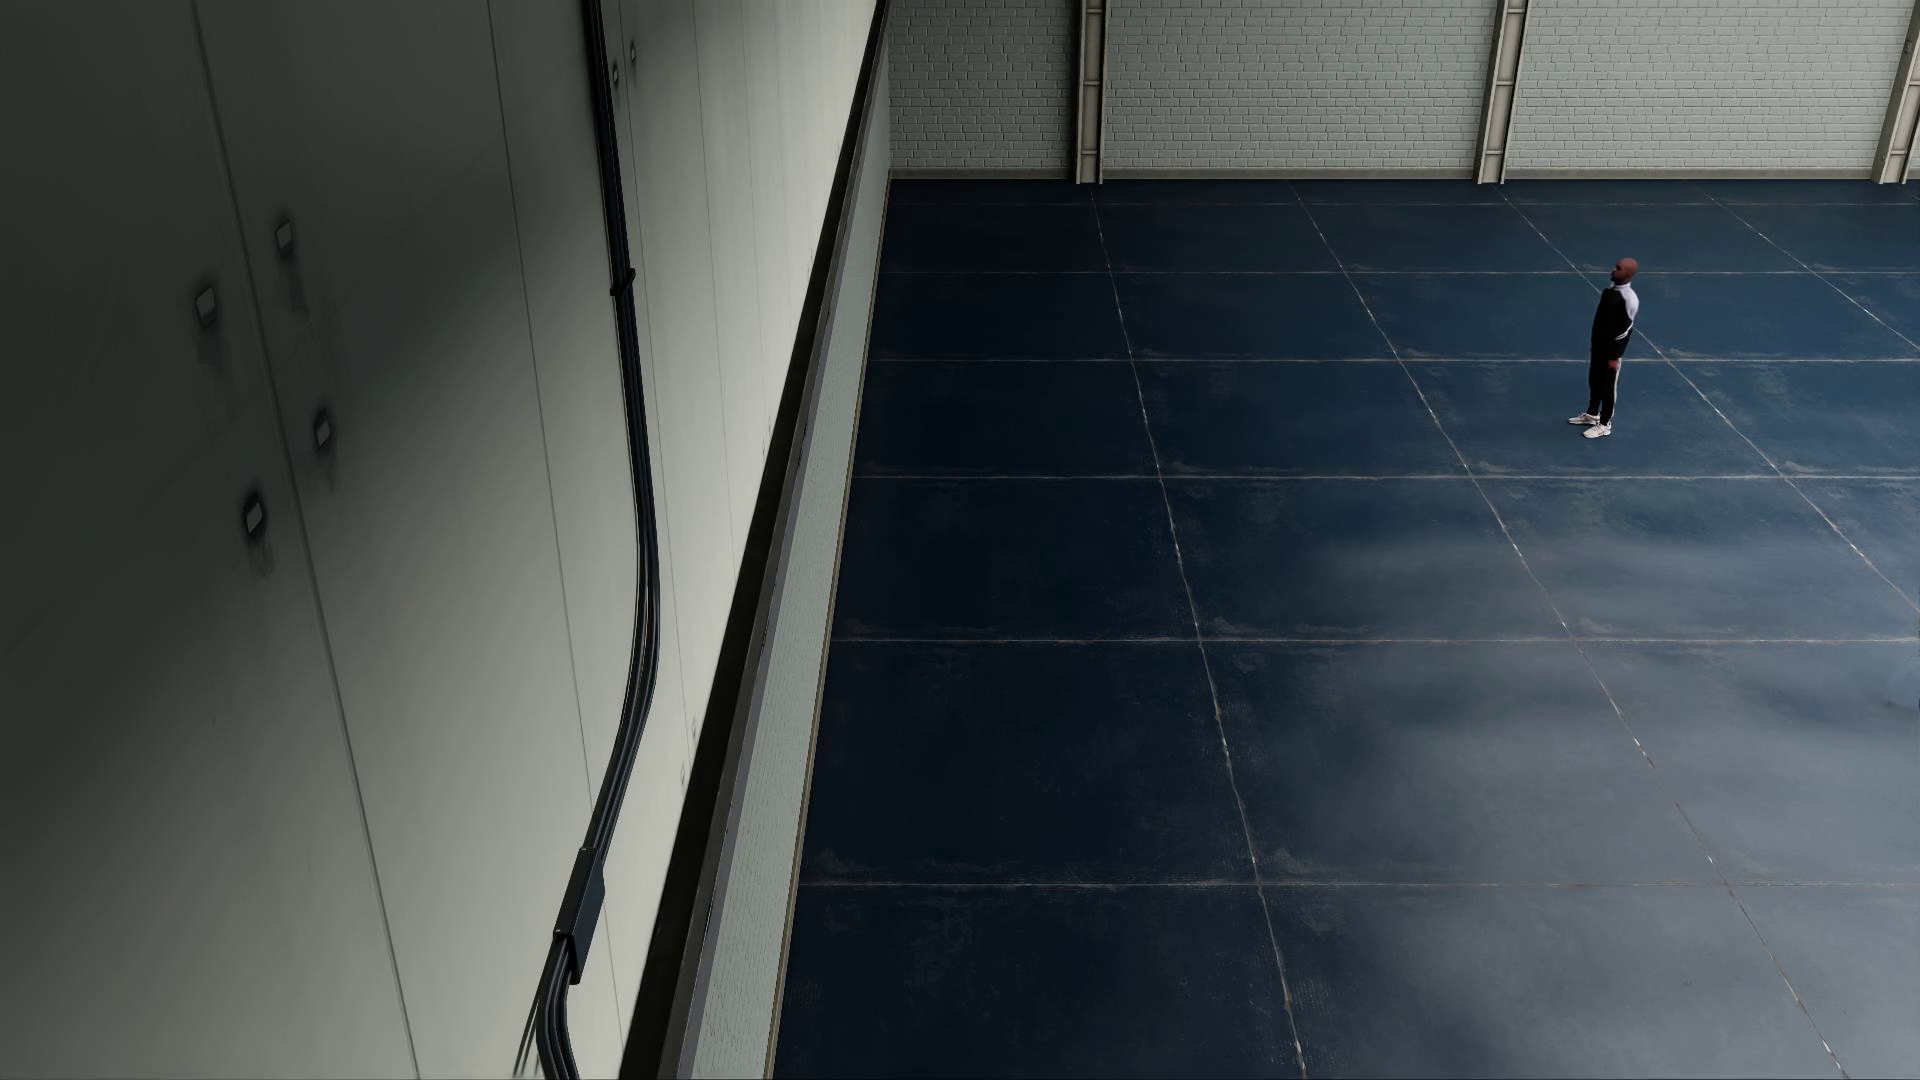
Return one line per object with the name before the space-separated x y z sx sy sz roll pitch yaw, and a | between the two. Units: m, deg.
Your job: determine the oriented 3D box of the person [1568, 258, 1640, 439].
person | 6.468 -1.937 16.537 0.566 1.828 0.670 -2 28 -4
